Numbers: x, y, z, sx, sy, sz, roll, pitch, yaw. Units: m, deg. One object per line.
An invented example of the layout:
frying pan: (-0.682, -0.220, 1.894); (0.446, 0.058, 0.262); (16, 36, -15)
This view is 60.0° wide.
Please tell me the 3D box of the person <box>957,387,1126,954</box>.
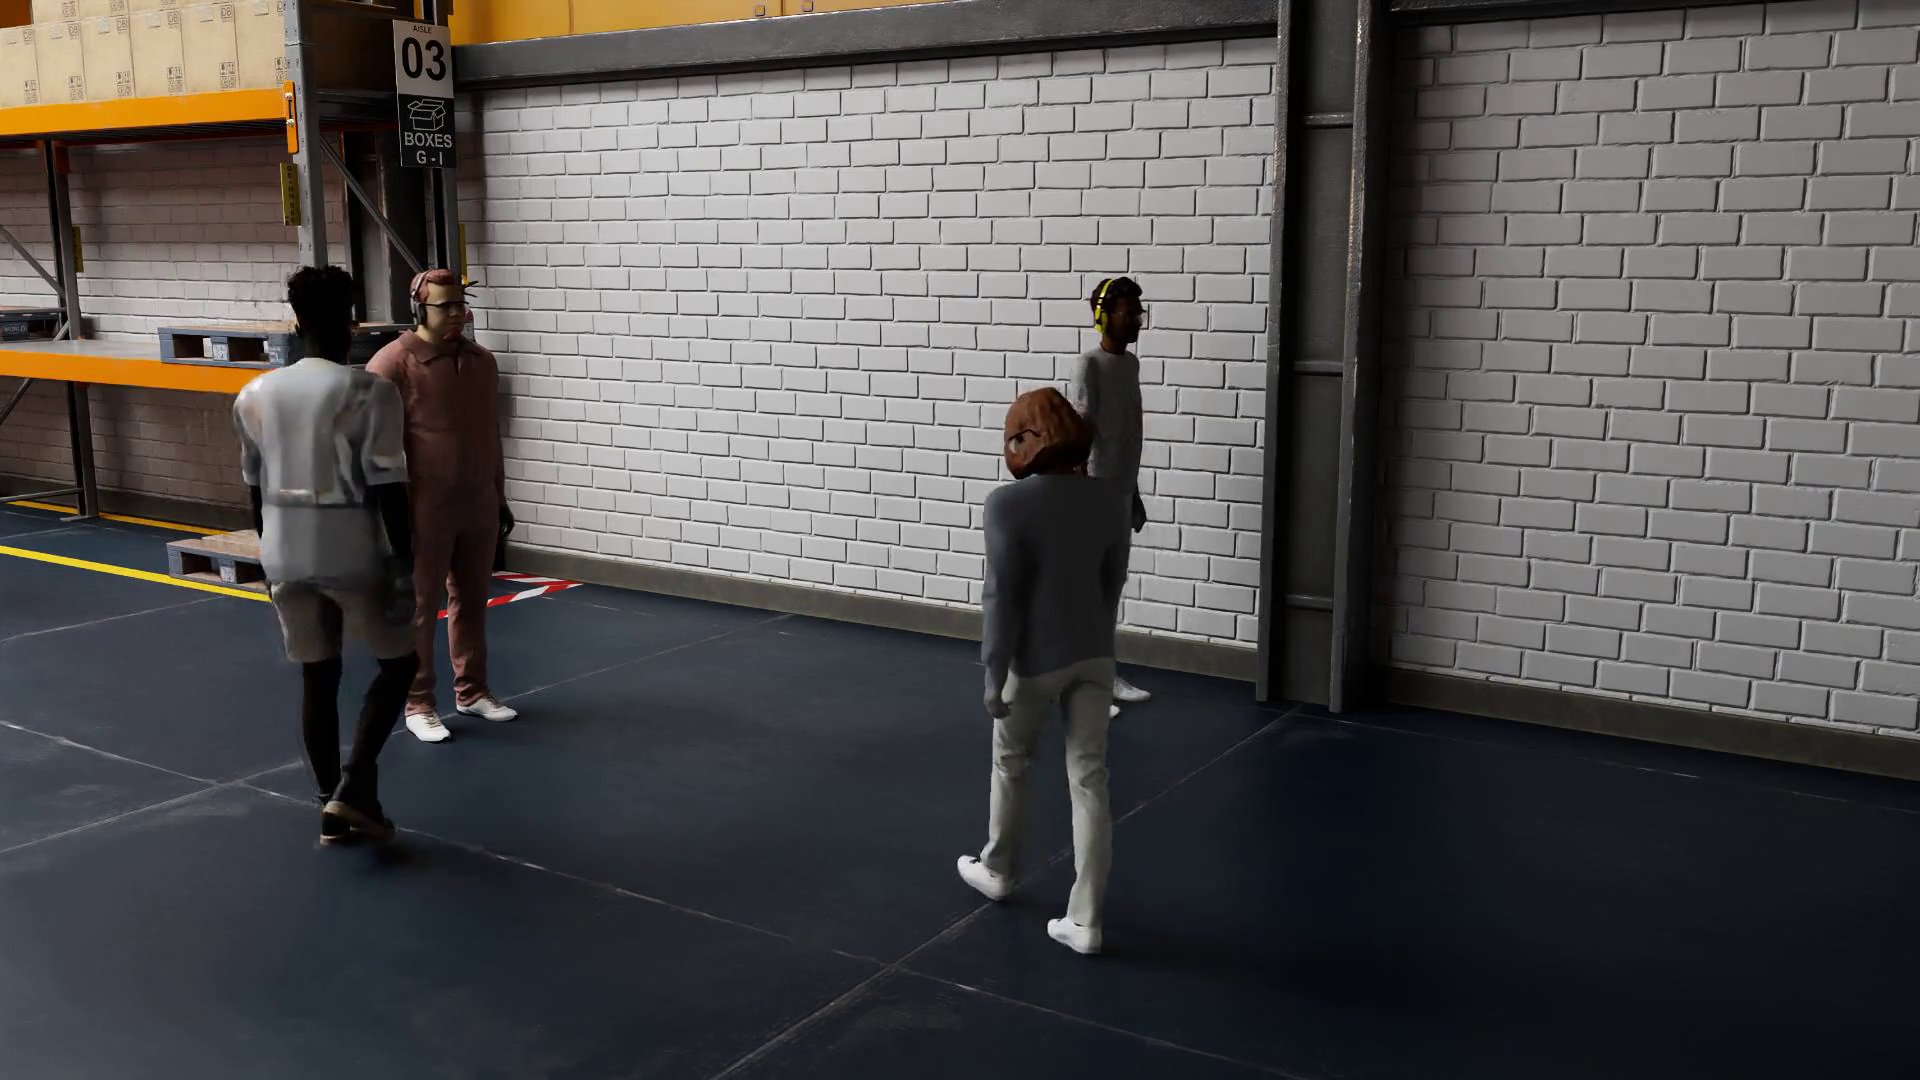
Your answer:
person: (0.233, 0.355, 4.873); (0.517, 1.587, 0.774); (-5, 12, -27)

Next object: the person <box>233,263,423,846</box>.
person: (-2.068, 0.066, 5.525); (0.641, 1.945, 0.440); (2, 10, 12)

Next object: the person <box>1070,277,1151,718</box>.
person: (0.648, -0.187, 7.144); (0.311, 1.869, 0.532); (6, 12, 32)

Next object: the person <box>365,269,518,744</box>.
person: (-2.085, -0.145, 6.804); (0.403, 1.906, 0.651); (6, 12, 32)
